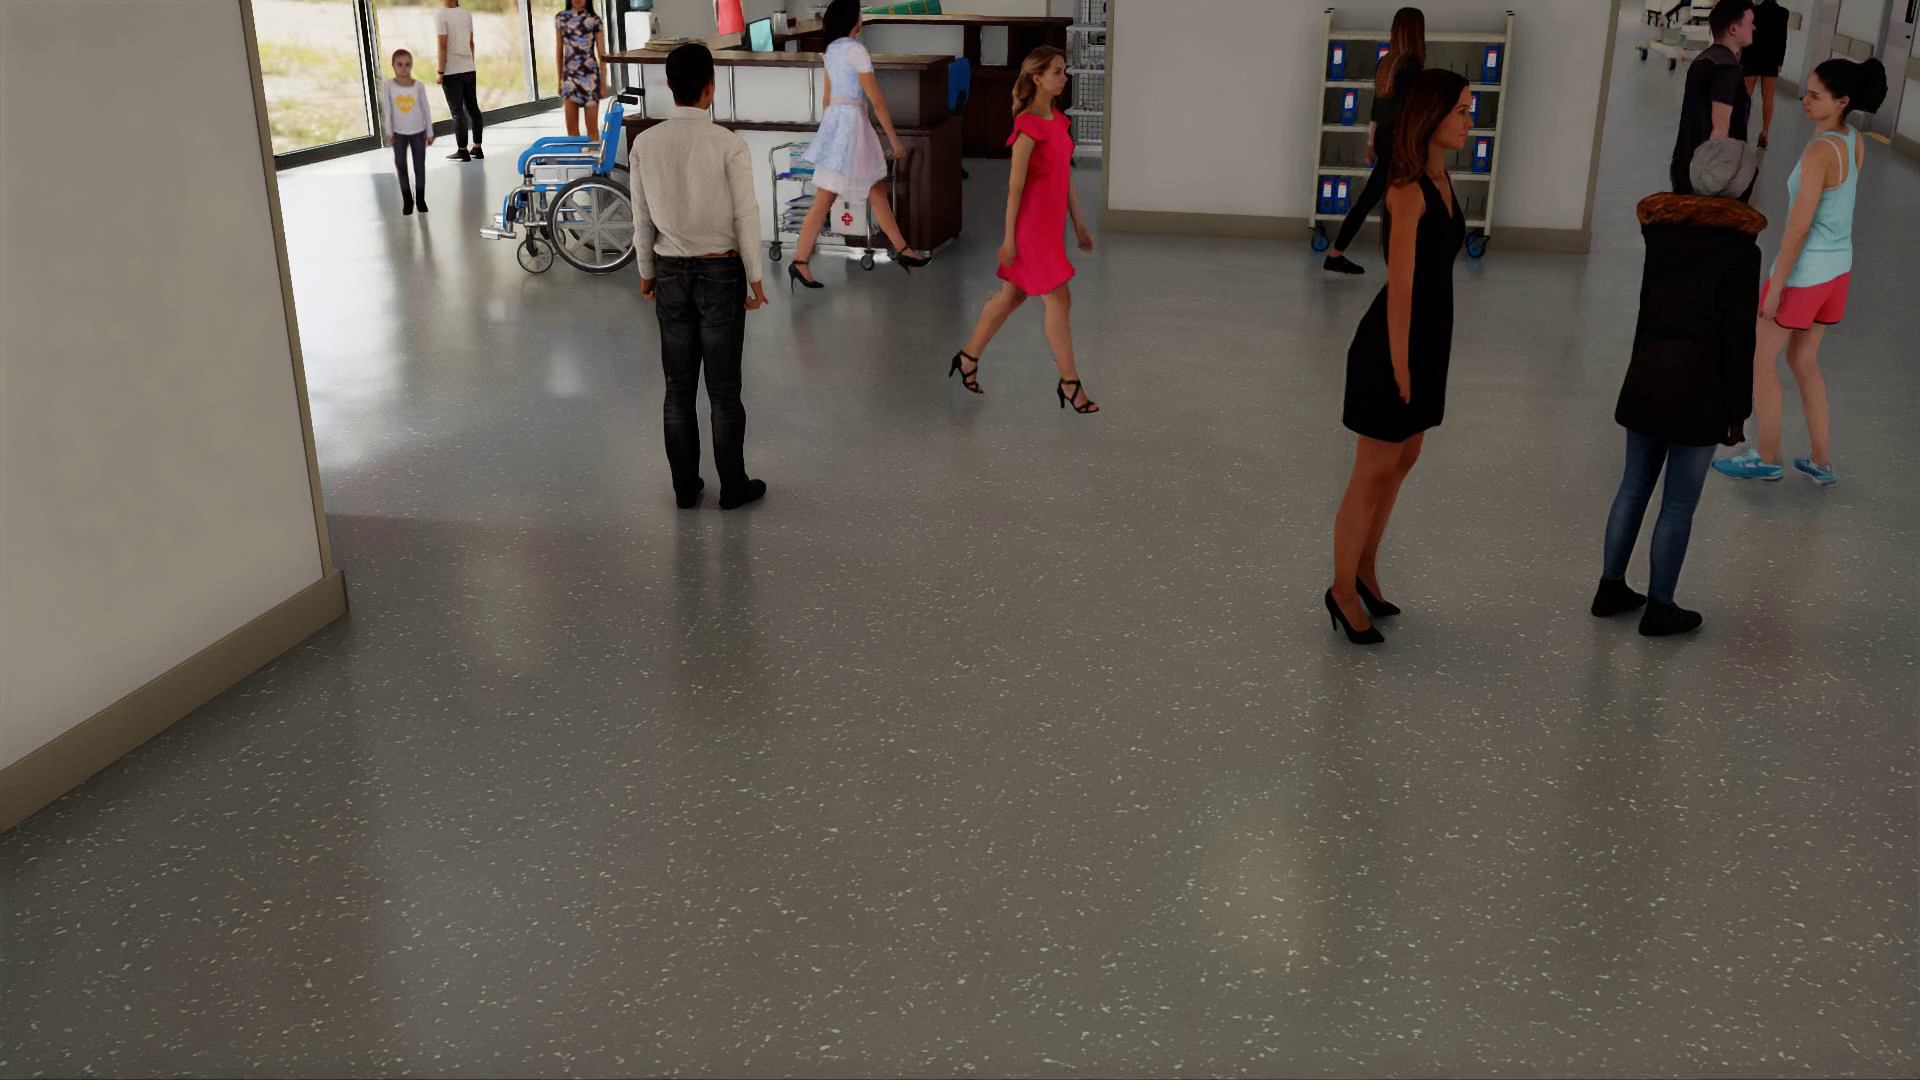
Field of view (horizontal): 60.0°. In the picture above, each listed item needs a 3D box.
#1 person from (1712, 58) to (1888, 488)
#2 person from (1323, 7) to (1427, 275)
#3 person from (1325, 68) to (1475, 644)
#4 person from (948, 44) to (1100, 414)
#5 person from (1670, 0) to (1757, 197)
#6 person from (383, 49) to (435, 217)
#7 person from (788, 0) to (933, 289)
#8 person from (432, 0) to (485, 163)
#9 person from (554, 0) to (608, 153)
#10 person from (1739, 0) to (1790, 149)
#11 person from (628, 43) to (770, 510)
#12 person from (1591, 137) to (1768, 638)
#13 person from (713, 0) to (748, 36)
[{"bbox_3d":[3.445,-1.028,6.697,0.829,1.733,0.874,-10,23,-25],"label":"person"},{"bbox_3d":[2.692,-2.504,10.696,1.239,1.662,0.926,-3,21,-7],"label":"person"},{"bbox_3d":[1.402,-0.555,5.311,0.600,1.830,0.638,12,24,28],"label":"person"},{"bbox_3d":[0.264,-1.443,7.866,1.036,1.680,0.631,7,22,19],"label":"person"},{"bbox_3d":[4.019,-2.018,9.162,0.683,1.838,0.776,3,21,8],"label":"person"},{"bbox_3d":[-4.371,-3.233,13.183,0.675,1.264,0.722,-7,22,-18],"label":"person"},{"bbox_3d":[-0.776,-2.380,10.253,1.276,1.744,1.164,-9,23,-23],"label":"person"},{"bbox_3d":[-4.817,-4.526,15.950,0.617,1.722,0.677,12,24,28],"label":"person"},{"bbox_3d":[-3.323,-4.033,14.668,0.692,1.706,0.769,0,21,-1],"label":"person"},{"bbox_3d":[8.094,-4.804,16.800,0.557,1.640,0.663,9,23,23],"label":"person"},{"bbox_3d":[-1.034,-1.016,6.558,0.476,1.809,0.733,4,21,11],"label":"person"},{"bbox_3d":[2.335,-0.483,5.400,0.785,1.633,0.731,-10,23,-25],"label":"person"},{"bbox_3d":[-2.958,-6.658,21.429,0.507,1.827,0.704,10,23,24],"label":"person"}]
